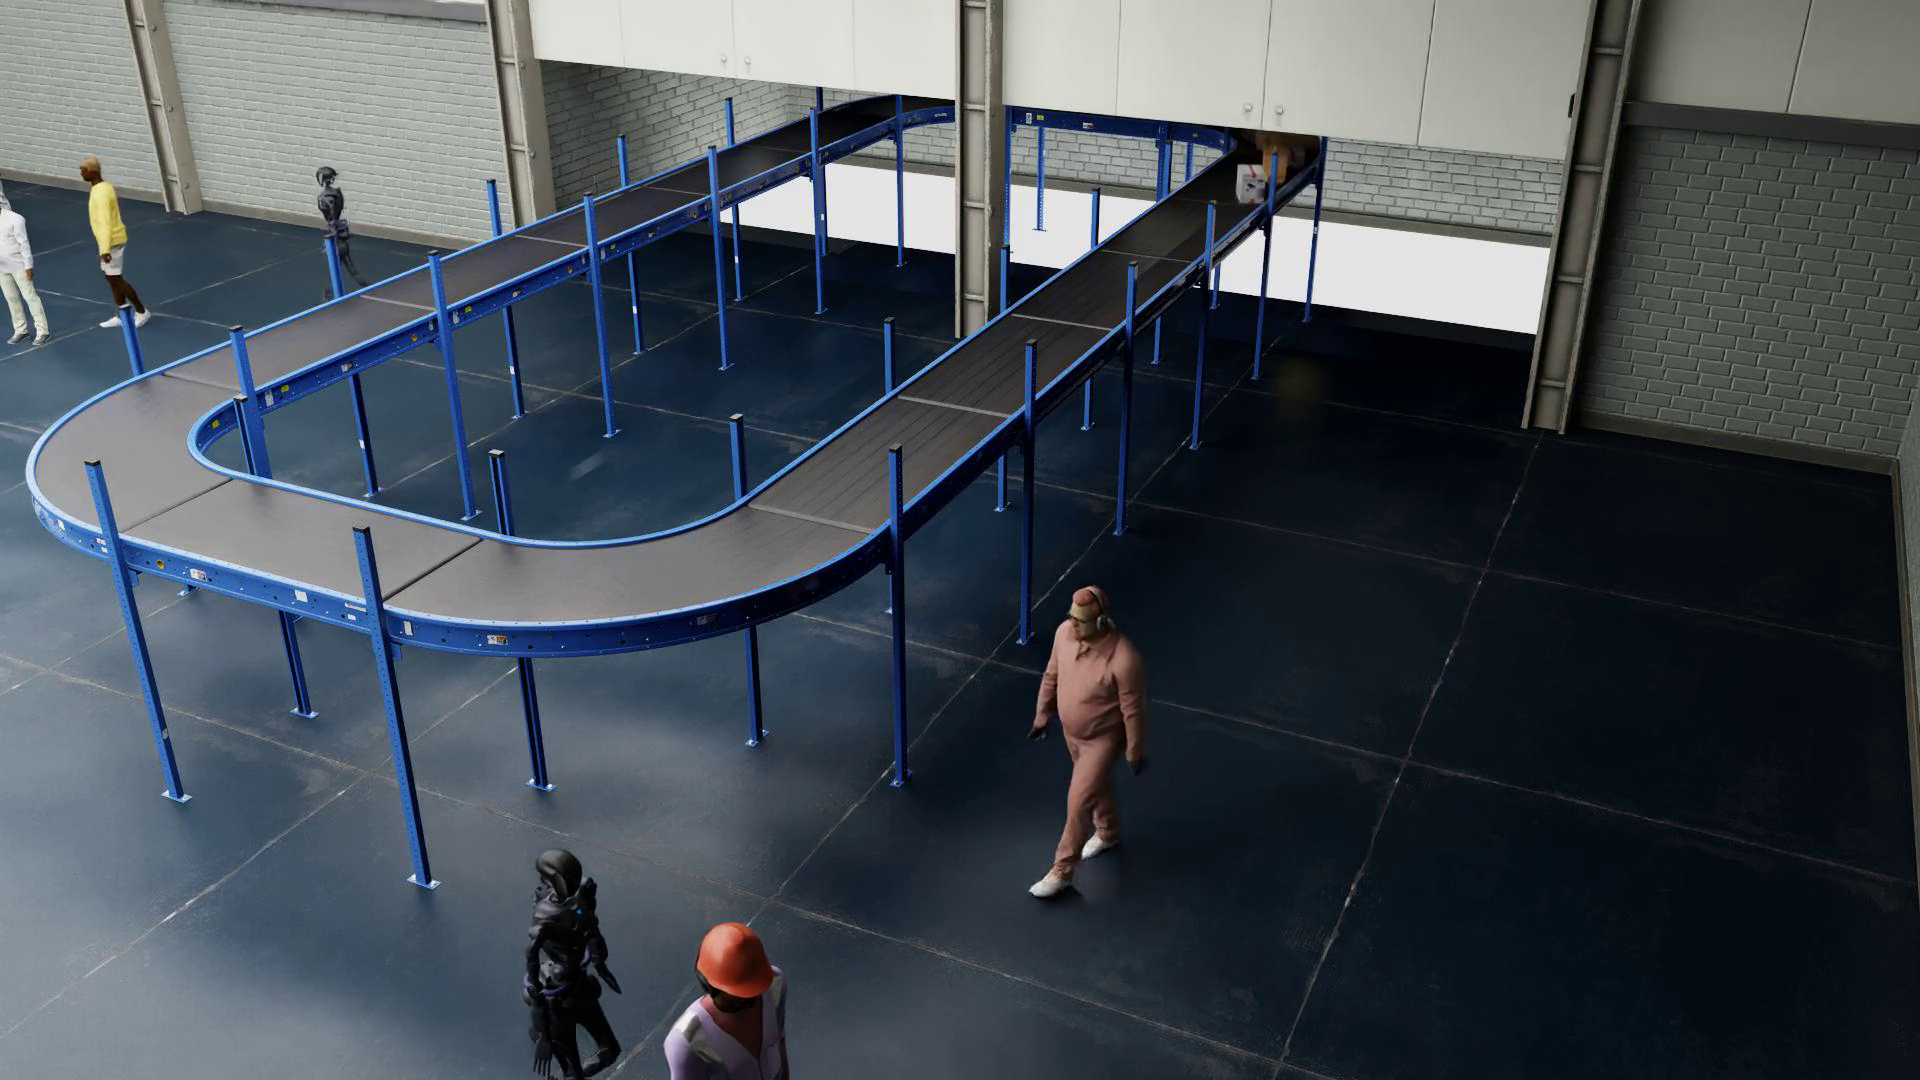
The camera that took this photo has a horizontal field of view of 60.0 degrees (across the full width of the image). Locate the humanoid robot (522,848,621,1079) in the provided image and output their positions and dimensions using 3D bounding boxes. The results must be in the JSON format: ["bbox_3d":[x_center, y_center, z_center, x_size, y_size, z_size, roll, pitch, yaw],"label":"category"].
[{"bbox_3d":[-1.844,2.097,7.663,0.395,1.639,0.610,9,28,17],"label":"humanoid robot"}]

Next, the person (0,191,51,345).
[{"bbox_3d":[-10.139,-2.934,17.726,0.561,1.745,0.345,5,27,9],"label":"person"}]

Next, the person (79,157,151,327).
[{"bbox_3d":[-9.293,-3.232,18.162,0.534,1.894,0.564,-12,29,-23],"label":"person"}]

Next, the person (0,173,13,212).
[{"bbox_3d":[-12.235,-4.575,20.820,0.373,1.940,0.626,4,27,8],"label":"person"}]

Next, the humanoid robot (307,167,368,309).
[{"bbox_3d":[-7.088,-3.423,18.845,0.815,1.619,0.599,-10,28,-20],"label":"humanoid robot"}]

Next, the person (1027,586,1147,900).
[{"bbox_3d":[0.650,1.128,9.405,0.911,1.868,0.678,-17,31,-31],"label":"person"}]

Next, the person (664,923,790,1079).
[{"bbox_3d":[-0.866,2.369,6.711,0.387,2.040,0.613,19,32,33],"label":"person"}]
